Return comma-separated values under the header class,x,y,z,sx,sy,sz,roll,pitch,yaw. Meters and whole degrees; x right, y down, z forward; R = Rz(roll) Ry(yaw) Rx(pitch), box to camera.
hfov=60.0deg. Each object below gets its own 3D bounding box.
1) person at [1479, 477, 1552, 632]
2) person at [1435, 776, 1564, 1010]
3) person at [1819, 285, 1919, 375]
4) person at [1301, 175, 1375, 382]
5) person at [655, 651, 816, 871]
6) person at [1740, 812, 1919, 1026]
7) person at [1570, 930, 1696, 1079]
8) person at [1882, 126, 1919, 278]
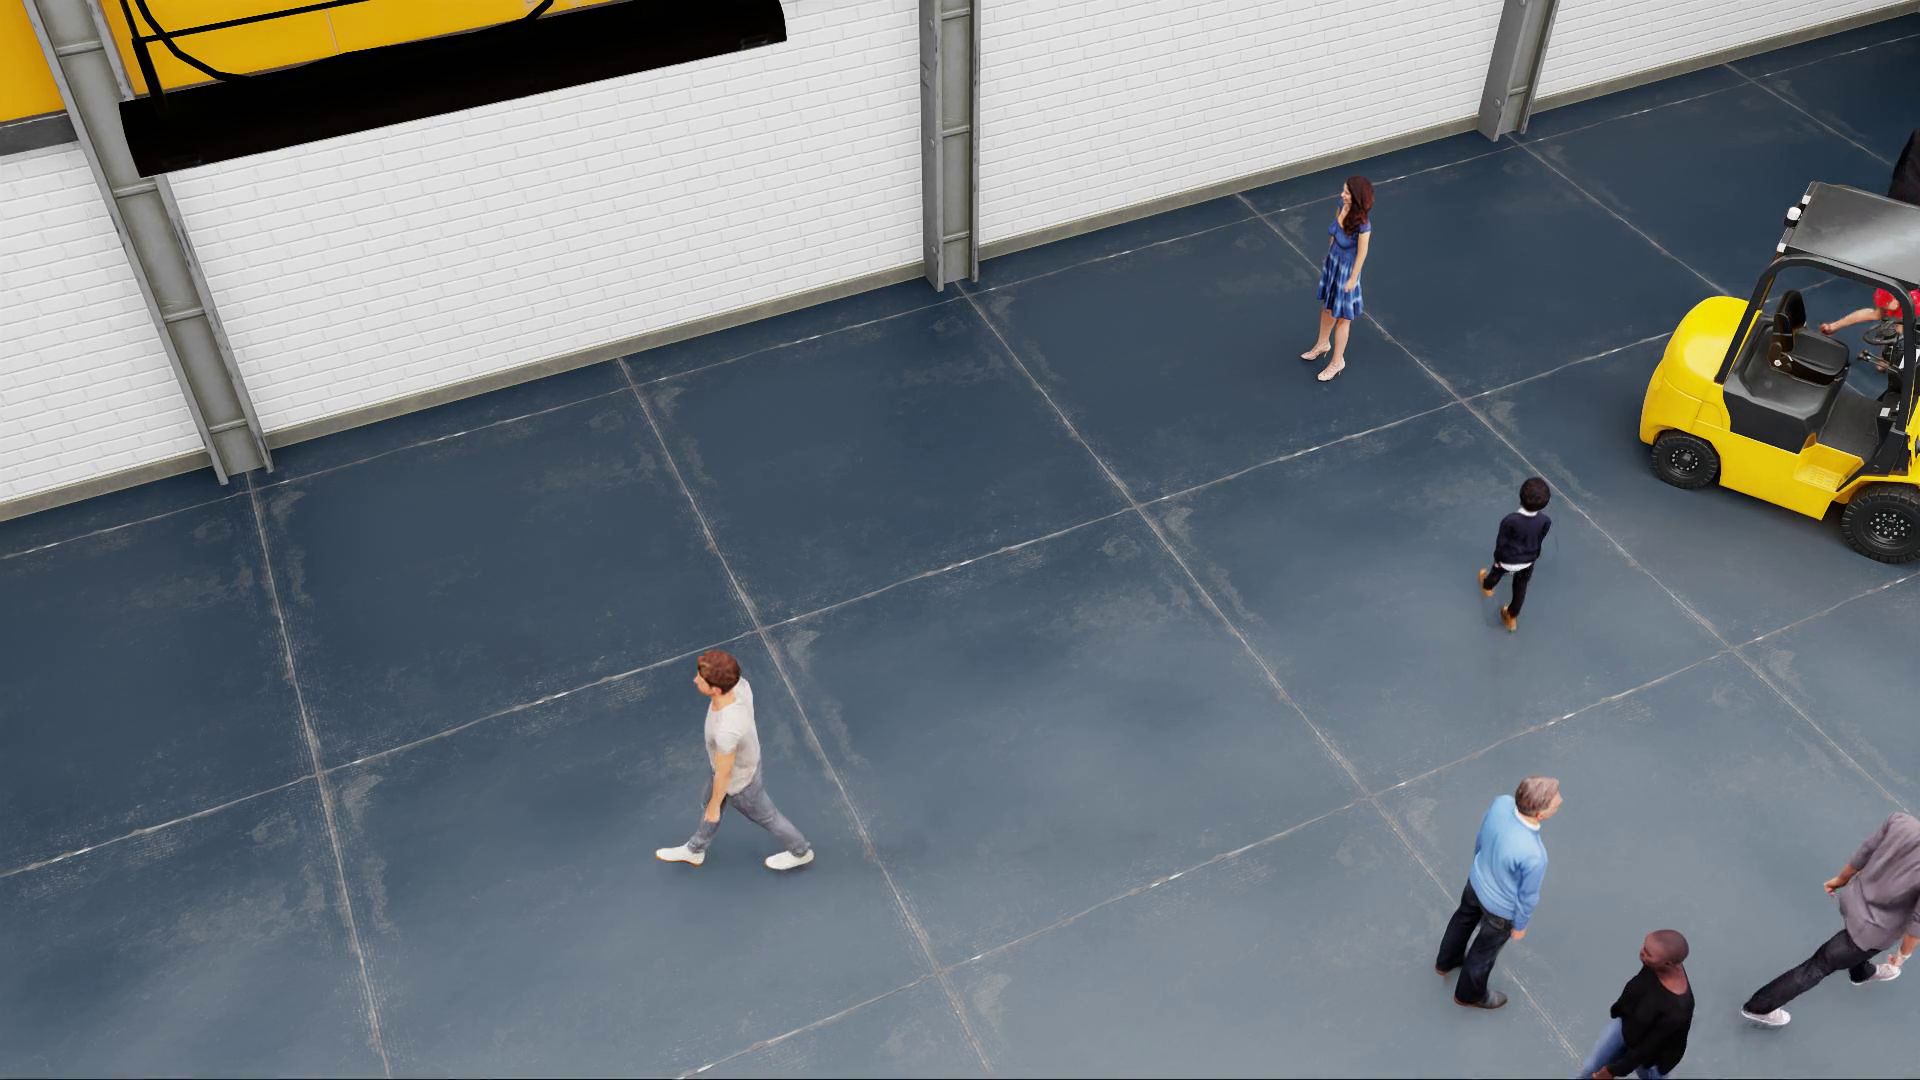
class,x,y,z,sx,sy,sz,roll,pitch,yaw
person,3.786,0.124,11.226,0.783,1.203,0.762,2,44,2
person,2.896,1.868,8.950,0.635,1.817,0.706,-8,44,-9
person,7.397,-2.035,13.225,1.001,1.571,0.961,17,46,17
person,2.987,-2.070,13.091,0.609,1.806,0.697,-12,45,-12
person,-1.182,1.330,9.492,1.272,1.847,0.948,-4,44,-4
person,4.753,2.000,8.835,1.322,1.784,0.987,-3,44,-4
person,3.507,2.529,8.347,1.218,1.690,0.820,-5,44,-5
person,8.016,-2.932,14.028,0.935,1.762,0.724,-26,49,-25
